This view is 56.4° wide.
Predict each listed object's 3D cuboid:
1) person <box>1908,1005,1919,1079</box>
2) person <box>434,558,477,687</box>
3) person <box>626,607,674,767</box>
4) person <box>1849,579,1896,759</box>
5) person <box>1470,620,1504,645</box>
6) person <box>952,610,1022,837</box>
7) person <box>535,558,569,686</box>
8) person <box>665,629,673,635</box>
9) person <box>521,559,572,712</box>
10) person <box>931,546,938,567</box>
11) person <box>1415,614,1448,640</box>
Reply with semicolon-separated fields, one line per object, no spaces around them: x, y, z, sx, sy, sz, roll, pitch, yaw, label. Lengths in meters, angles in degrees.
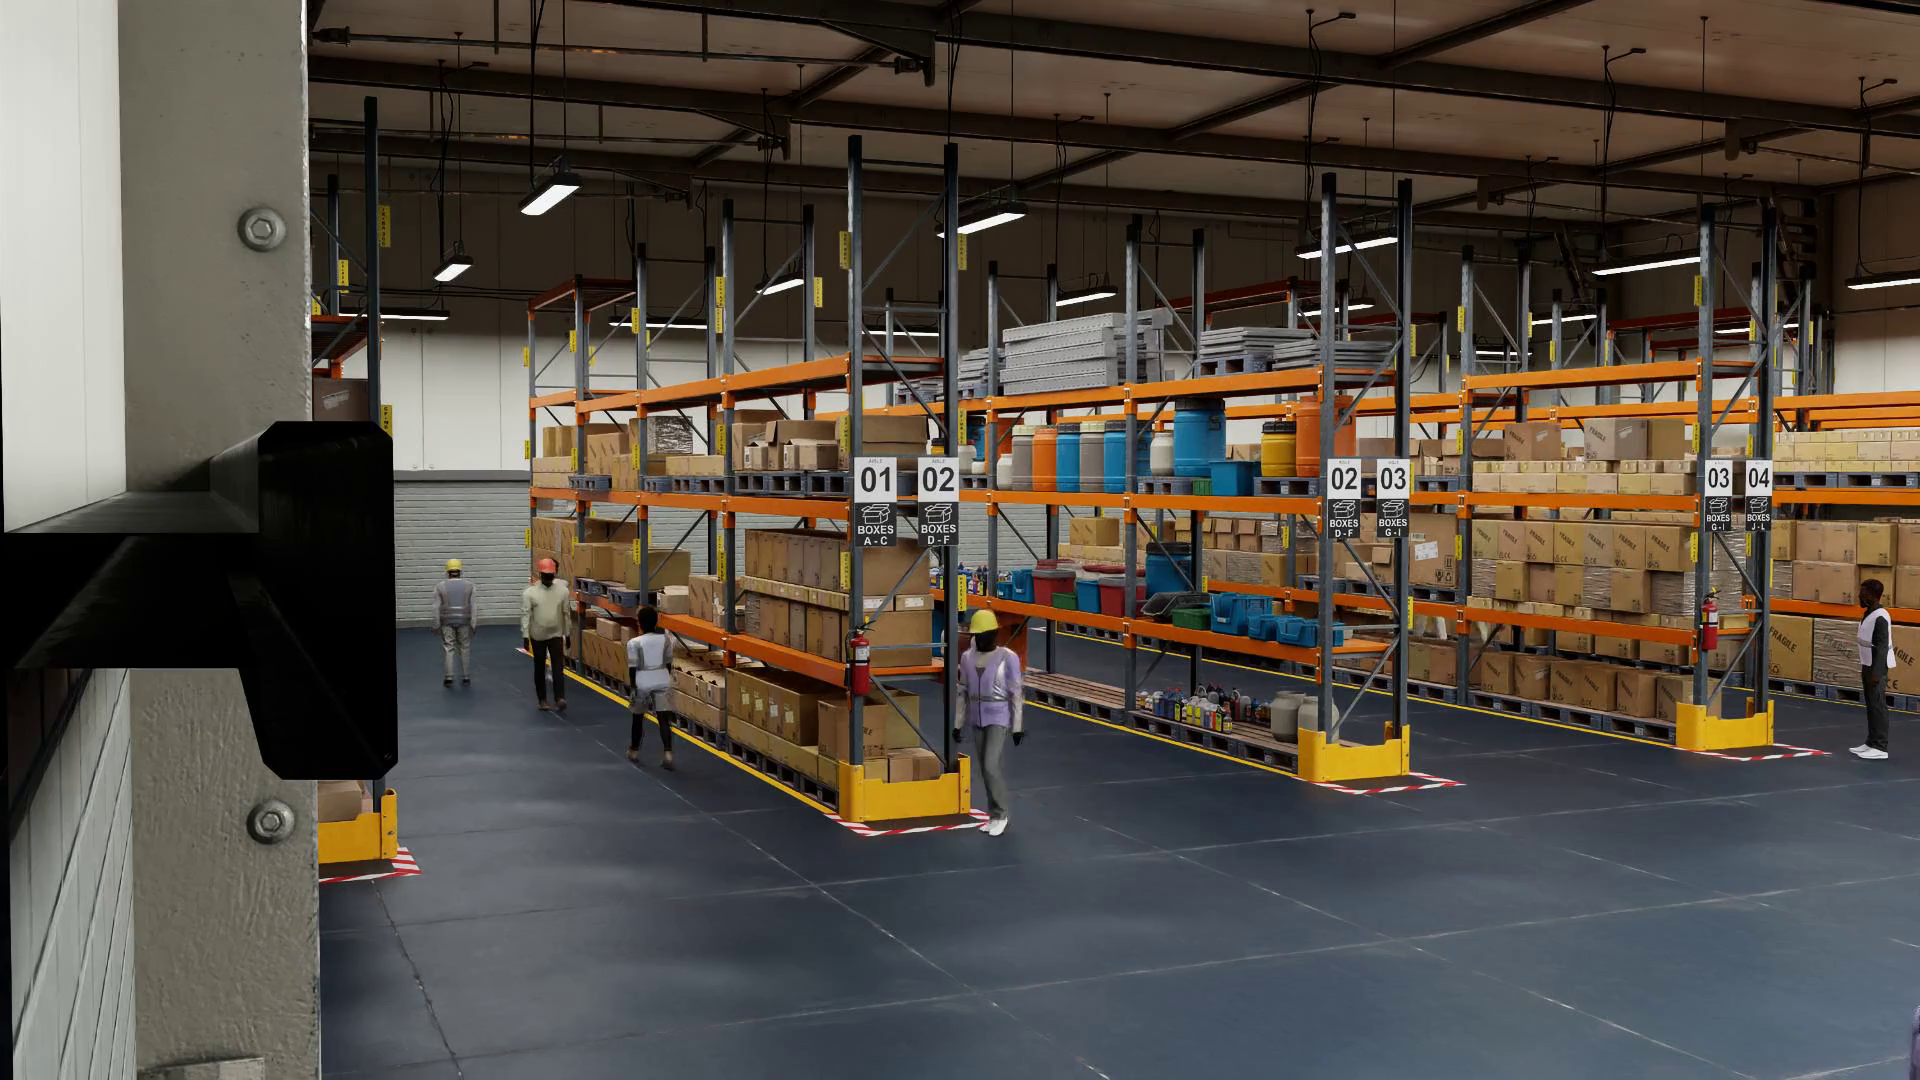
2.822;1.935;4.872;0.402;1.904;0.638;-1;2;-26;person
-7.221;1.174;25.630;0.599;1.830;0.404;-1;2;-24;person
-3.228;1.527;18.737;0.535;1.653;0.885;-1;2;-28;person
9.826;1.375;19.247;0.390;1.920;0.587;1;2;16;person
7.702;1.155;26.350;0.535;1.824;0.997;-1;2;-19;person
0.221;1.540;15.167;0.596;1.902;0.593;2;3;39;person
-5.900;1.167;25.867;0.524;1.831;0.975;-1;2;-24;person
-4.654;1.188;28.298;0.518;1.585;0.847;-1;2;-23;person
-5.254;1.222;22.827;0.656;1.943;0.993;-1;2;-21;person
-0.455;0.845;35.235;0.504;1.746;0.560;-1;2;-24;person
7.692;1.037;29.078;0.605;1.832;0.983;-1;2;-24;person
